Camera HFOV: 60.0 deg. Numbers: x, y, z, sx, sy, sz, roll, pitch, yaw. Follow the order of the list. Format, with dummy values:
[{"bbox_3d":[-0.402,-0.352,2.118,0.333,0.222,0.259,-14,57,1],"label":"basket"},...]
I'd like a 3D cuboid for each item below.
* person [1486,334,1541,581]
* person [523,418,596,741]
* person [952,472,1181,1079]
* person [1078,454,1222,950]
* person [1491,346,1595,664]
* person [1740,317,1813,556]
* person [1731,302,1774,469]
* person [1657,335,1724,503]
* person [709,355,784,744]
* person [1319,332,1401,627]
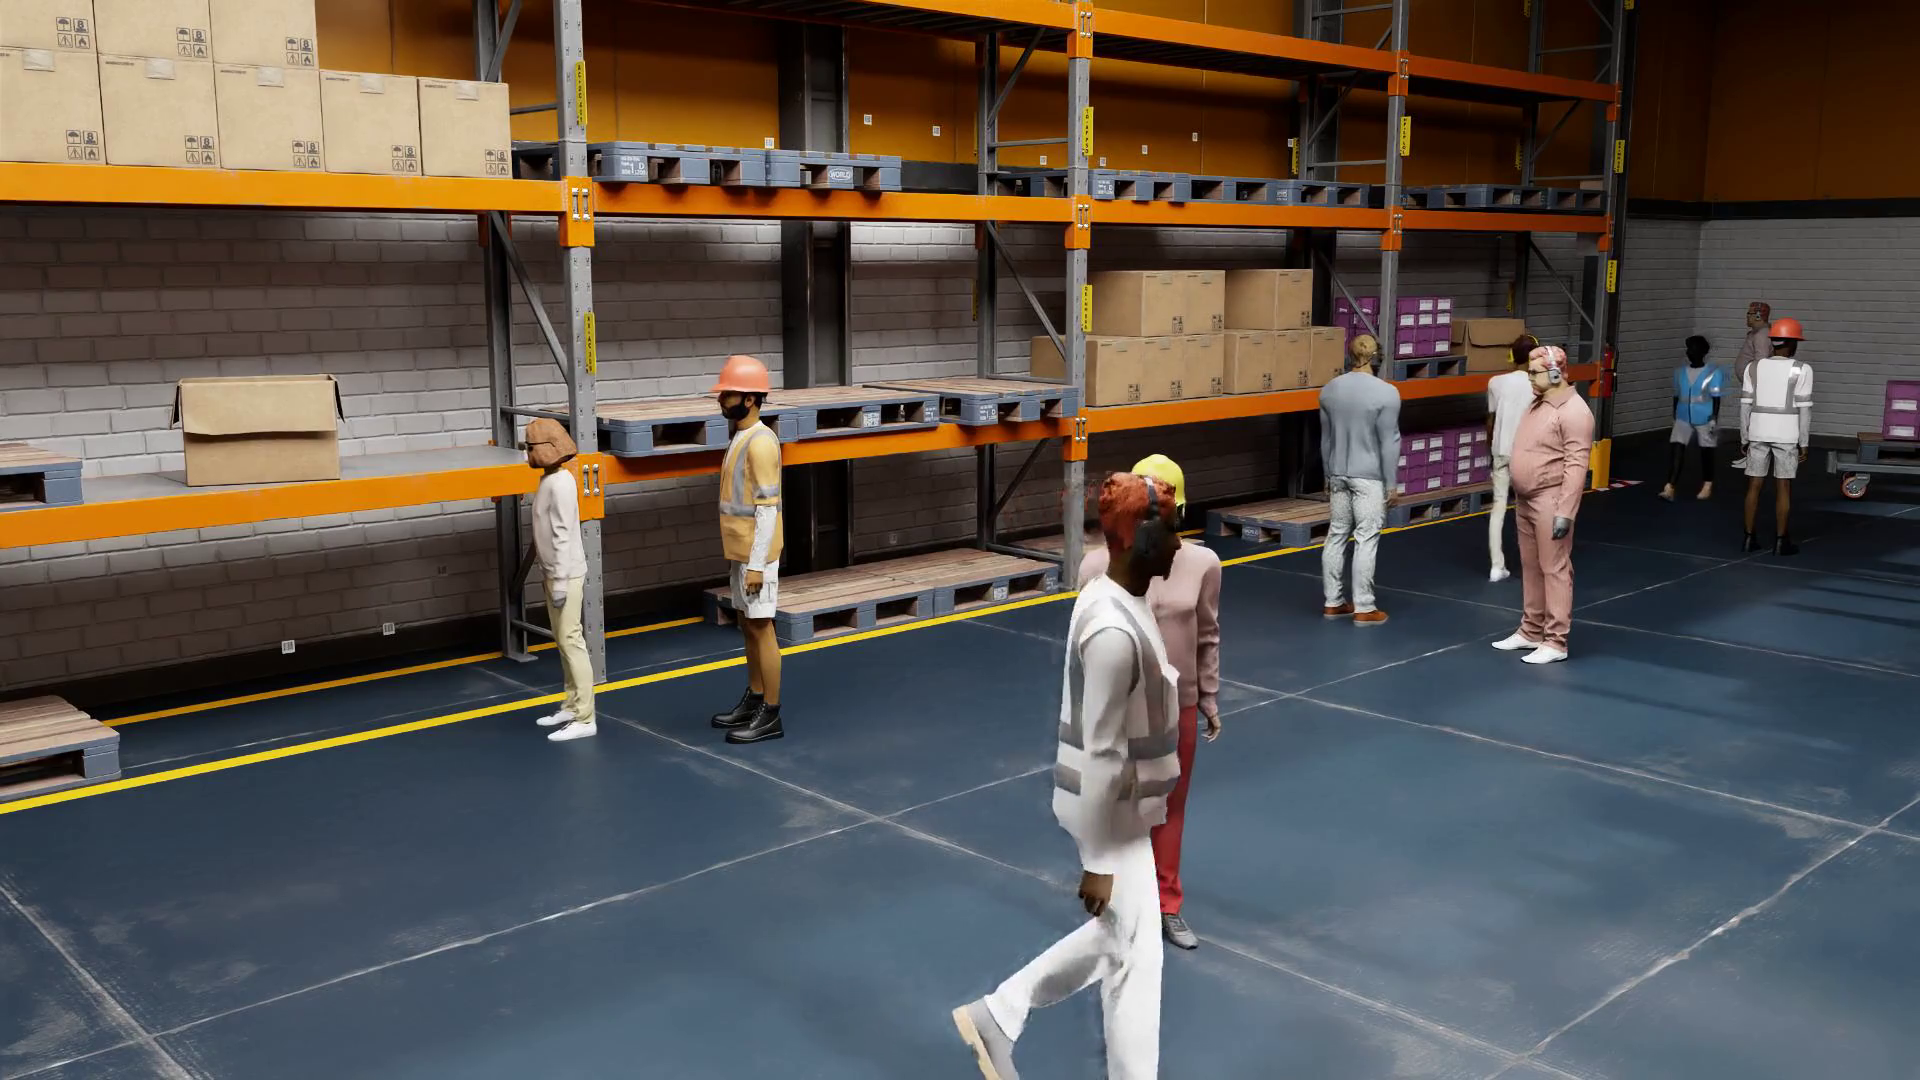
[{"bbox_3d":[4.229,-0.628,12.613,0.522,1.838,0.783,7,12,35],"label":"person"},{"bbox_3d":[-2.039,0.193,8.432,0.284,1.626,0.495,-4,11,-23],"label":"person"},{"bbox_3d":[0.350,0.741,4.502,0.665,1.871,0.604,1,10,6],"label":"person"},{"bbox_3d":[0.659,0.577,5.772,0.530,1.765,0.326,-2,10,-12],"label":"person"},{"bbox_3d":[3.496,-0.212,9.994,0.406,1.901,0.639,-1,10,-7],"label":"person"},{"bbox_3d":[6.661,-0.843,13.580,0.373,1.933,0.550,-9,13,-43],"label":"person"},{"bbox_3d":[9.102,-1.770,19.092,0.406,1.911,0.639,5,11,28],"label":"person"},{"bbox_3d":[7.257,-1.190,16.431,0.875,1.645,0.543,-9,13,-41],"label":"person"},{"bbox_3d":[-1.069,0.047,8.356,0.352,1.942,0.545,-4,10,-20],"label":"person"},{"bbox_3d":[2.635,-0.397,10.981,0.366,1.933,0.624,-7,12,-37],"label":"person"}]
